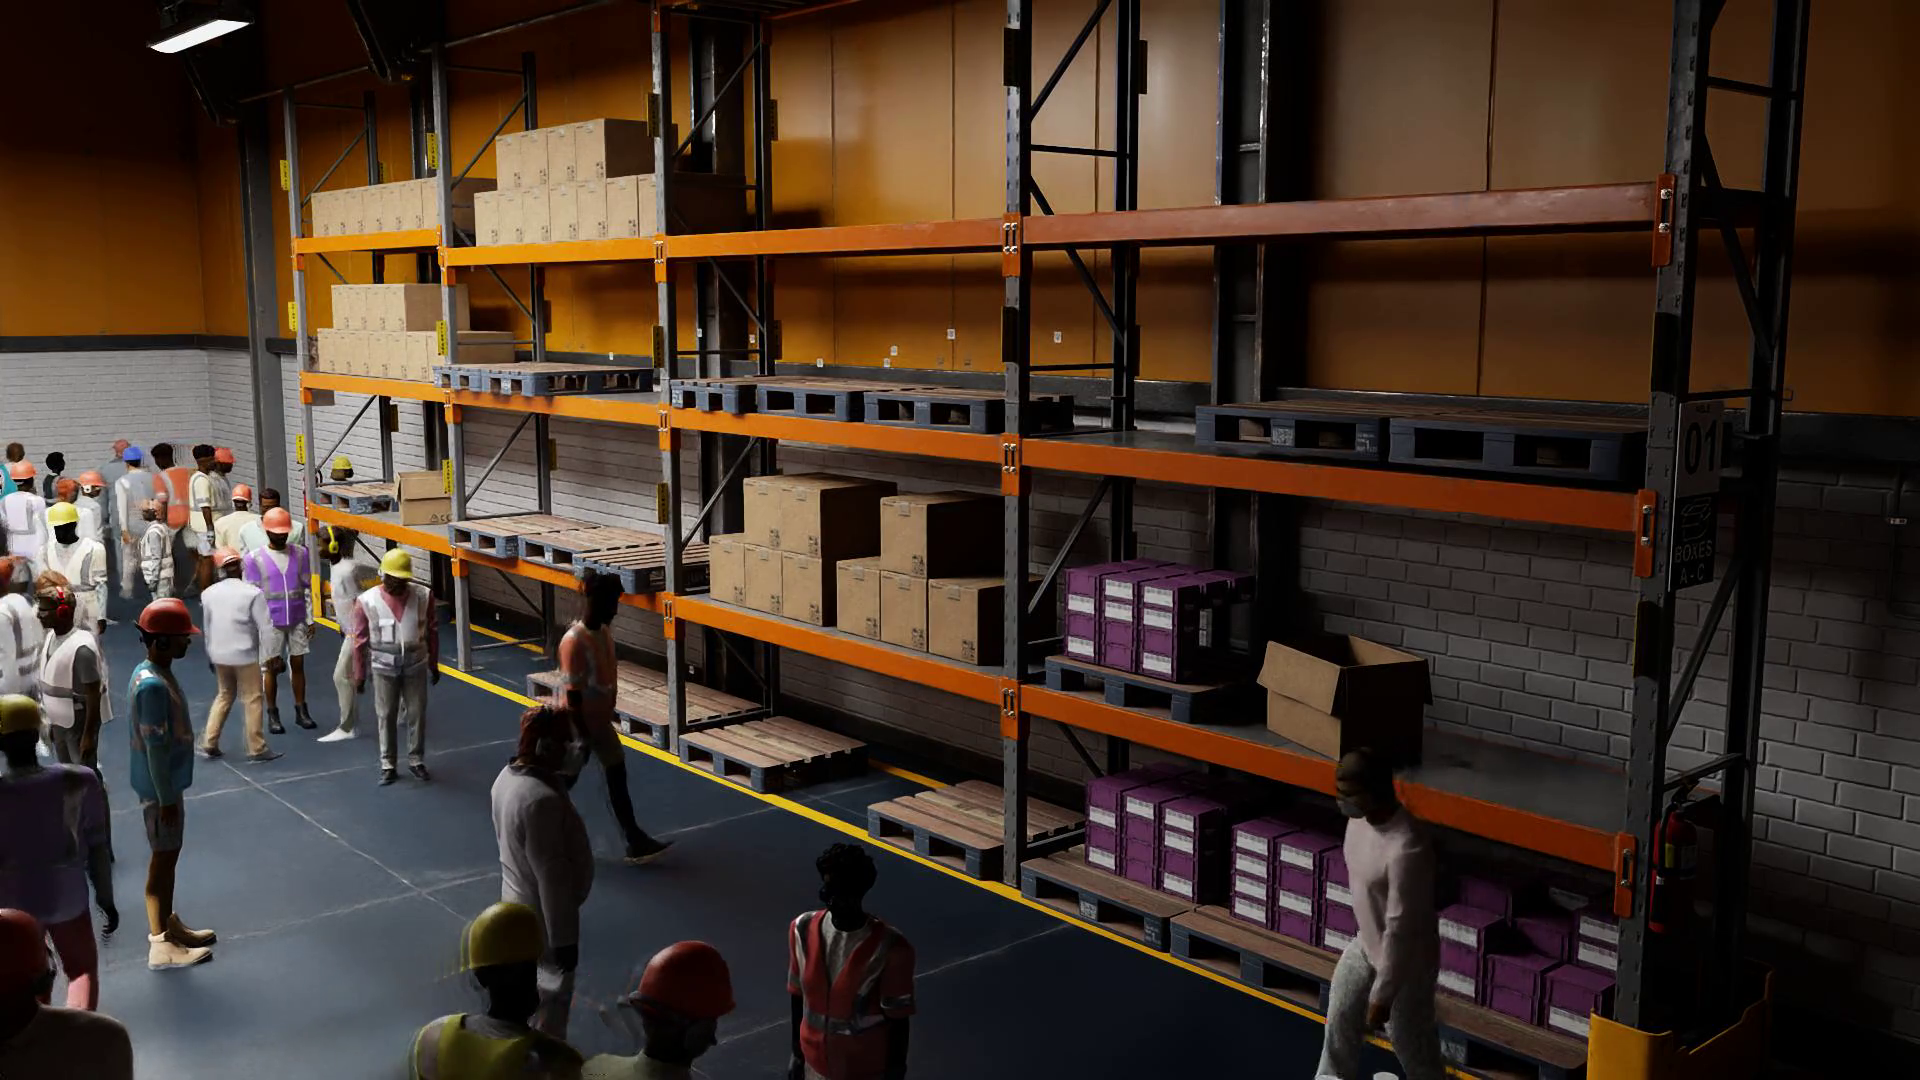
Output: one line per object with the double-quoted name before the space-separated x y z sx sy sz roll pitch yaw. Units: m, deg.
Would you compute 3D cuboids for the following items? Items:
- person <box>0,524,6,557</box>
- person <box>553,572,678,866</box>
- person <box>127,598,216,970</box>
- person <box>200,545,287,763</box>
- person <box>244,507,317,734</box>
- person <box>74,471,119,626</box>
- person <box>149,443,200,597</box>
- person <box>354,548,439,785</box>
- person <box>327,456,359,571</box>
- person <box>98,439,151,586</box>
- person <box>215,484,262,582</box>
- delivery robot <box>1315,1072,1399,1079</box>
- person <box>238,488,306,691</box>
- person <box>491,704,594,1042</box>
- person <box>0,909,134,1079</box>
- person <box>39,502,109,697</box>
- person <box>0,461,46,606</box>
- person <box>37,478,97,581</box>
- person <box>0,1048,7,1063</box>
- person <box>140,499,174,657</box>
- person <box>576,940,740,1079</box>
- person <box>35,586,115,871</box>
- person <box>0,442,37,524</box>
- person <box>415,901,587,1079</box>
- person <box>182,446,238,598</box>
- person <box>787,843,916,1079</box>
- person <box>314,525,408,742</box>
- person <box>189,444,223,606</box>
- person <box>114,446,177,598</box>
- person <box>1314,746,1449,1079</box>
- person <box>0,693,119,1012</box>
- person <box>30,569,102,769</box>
"person" -9.135 0.435 15.323 0.672 2.000 0.790 2 9 16
"person" -2.296 1.169 10.658 0.968 1.901 0.687 2 9 16
"person" -4.344 1.327 9.160 0.404 2.035 0.606 -3 9 -23
"person" -5.688 0.912 13.111 0.699 1.725 0.429 3 9 21
"person" -5.729 0.677 14.060 0.548 1.925 0.392 -7 11 -42
"person" -9.731 0.099 18.659 0.564 1.748 0.339 7 10 38
"person" -9.559 -0.232 20.417 0.704 1.919 0.653 4 9 28
"person" -4.239 0.949 12.542 0.607 1.818 0.414 -4 9 -26
"person" -7.586 -0.163 20.506 0.295 1.744 0.485 2 8 14
"person" -10.615 -0.345 21.246 0.669 1.898 0.422 -2 8 -12
"person" -7.430 0.292 17.325 0.577 1.747 0.342 -3 9 -17
"delivery robot" 1.694 2.375 6.651 0.707 0.478 0.477 7 11 39
"person" -6.433 0.457 15.625 0.590 1.912 0.390 -3 9 -21
"person" -1.807 1.657 7.311 0.407 1.903 0.639 -5 9 -30
"person" -2.642 1.990 4.717 0.627 1.985 0.409 -3 9 -20
"person" -7.690 0.622 14.450 0.583 1.921 0.394 0 8 1
"person" -9.994 0.118 17.871 0.545 1.942 0.350 1 8 10
"person" -9.143 0.288 17.043 0.618 1.836 0.719 0 8 -2
"person" -2.768 2.128 4.624 0.320 1.737 0.487 1 8 9
"person" -8.215 0.387 17.041 0.309 1.641 0.513 -3 9 -20
"person" -0.892 2.051 4.398 0.664 1.956 0.833 6 10 37
"person" -5.680 1.197 10.697 0.568 1.843 0.374 7 11 41
"person" -12.327 -0.366 21.693 0.531 1.823 0.725 -1 8 -8
"person" -1.304 2.009 4.843 0.633 1.906 0.472 4 9 26
"person" -9.046 -0.200 20.260 0.929 1.896 0.558 -2 8 -15
"person" -0.405 1.930 6.157 0.529 1.689 0.322 4 9 27
"person" -4.983 0.755 13.905 0.784 1.826 0.540 -4 9 -28
"person" -8.921 -0.160 19.717 0.367 1.966 0.604 -5 10 -31
"person" -9.899 -0.192 20.195 1.023 1.902 0.616 6 10 36
"person" 1.648 1.745 6.798 0.931 1.873 0.693 -1 8 -10
"person" -4.123 1.634 7.454 0.615 1.904 0.516 -4 9 -27
"person" -7.048 0.996 13.002 0.726 1.592 0.526 4 9 25
